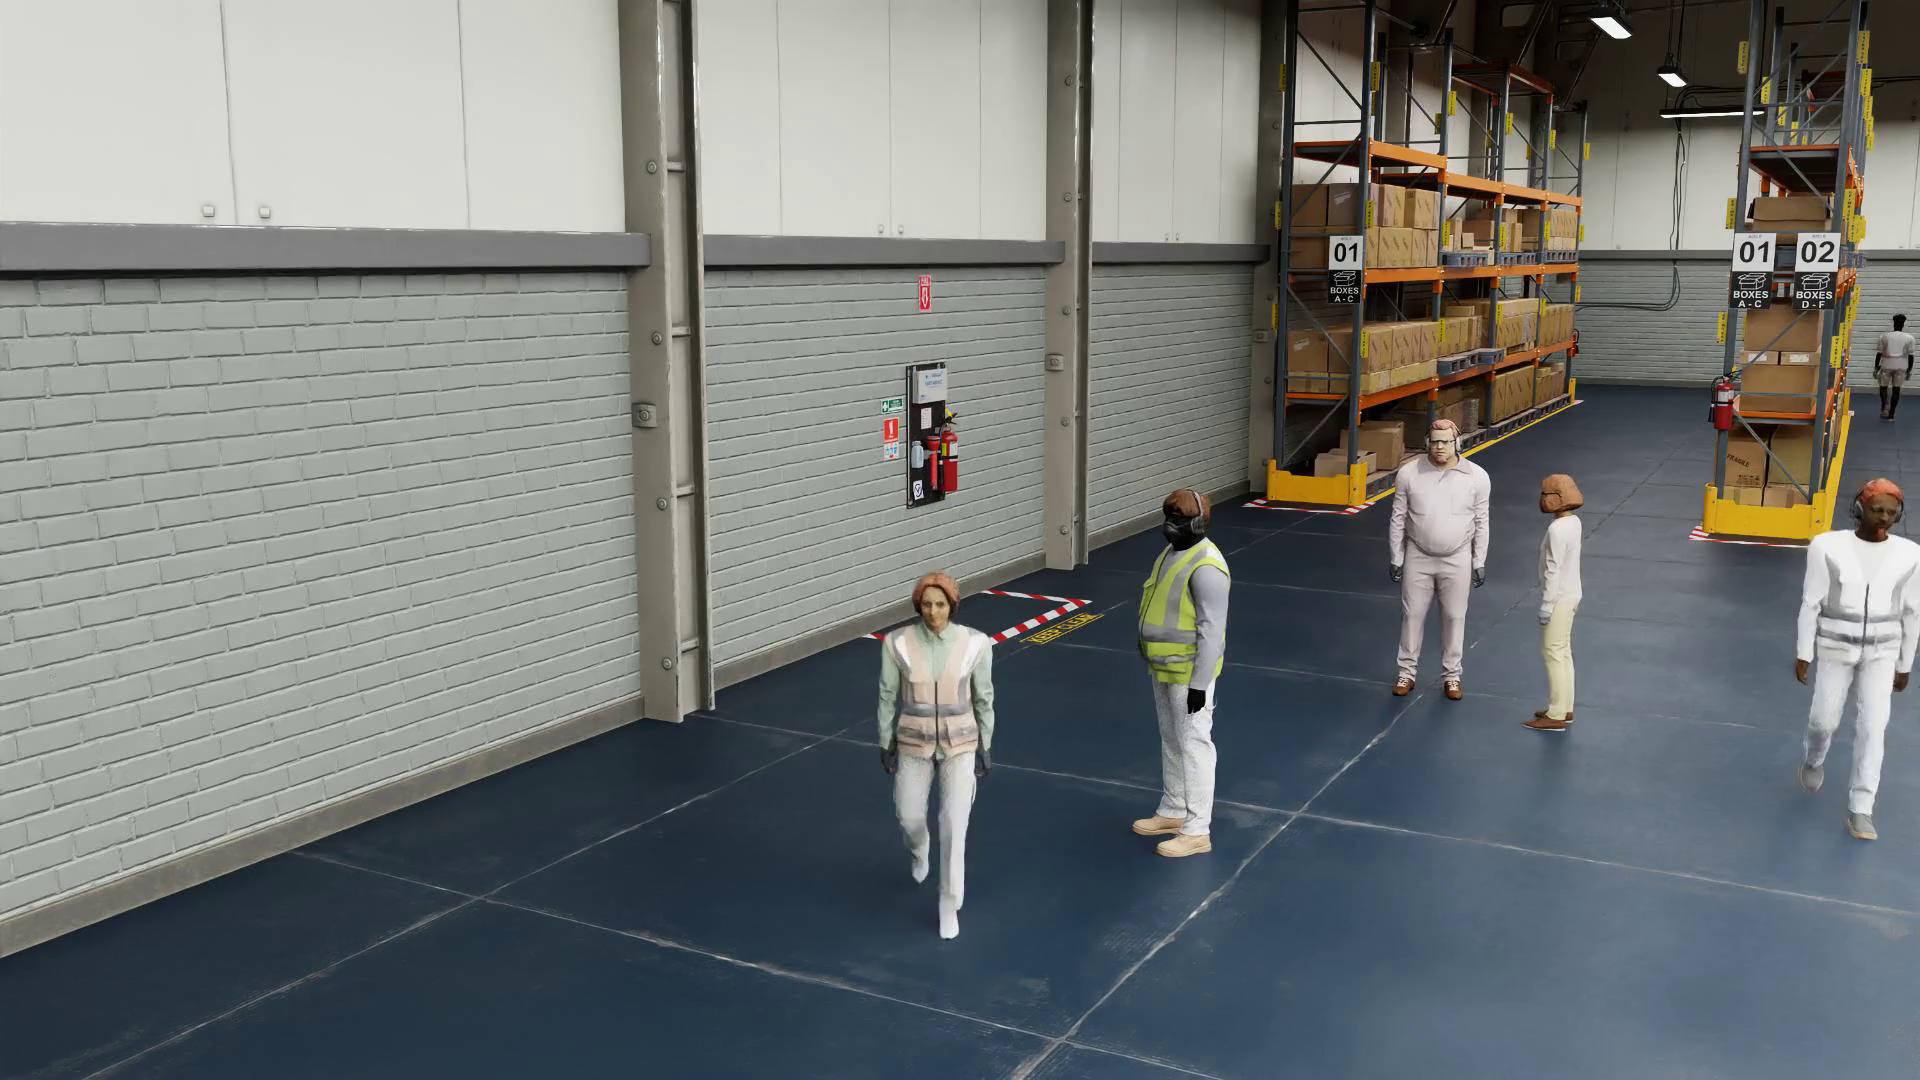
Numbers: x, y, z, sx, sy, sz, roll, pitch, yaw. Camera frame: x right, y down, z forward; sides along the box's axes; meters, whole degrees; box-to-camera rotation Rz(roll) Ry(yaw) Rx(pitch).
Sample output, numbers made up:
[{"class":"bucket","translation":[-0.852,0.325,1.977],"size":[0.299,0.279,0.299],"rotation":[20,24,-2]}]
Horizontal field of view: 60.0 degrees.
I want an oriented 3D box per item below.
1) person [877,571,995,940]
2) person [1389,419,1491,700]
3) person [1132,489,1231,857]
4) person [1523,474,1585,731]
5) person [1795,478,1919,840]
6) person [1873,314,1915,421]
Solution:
[{"class":"person","translation":[-0.105,0.920,7.488],"size":[0.528,1.623,0.607],"rotation":[0,10,1]},{"class":"person","translation":[3.229,0.135,11.244],"size":[0.650,1.906,0.401],"rotation":[3,10,17]},{"class":"person","translation":[1.110,0.656,8.374],"size":[0.429,1.847,0.625],"rotation":[-2,10,-13]},{"class":"person","translation":[3.793,0.394,10.554],"size":[0.278,1.624,0.509],"rotation":[6,11,32]},{"class":"person","translation":[4.715,0.583,8.769],"size":[0.585,1.860,0.740],"rotation":[3,10,18]},{"class":"person","translation":[16.975,-3.134,30.238],"size":[0.642,1.951,0.420],"rotation":[5,11,28]}]
